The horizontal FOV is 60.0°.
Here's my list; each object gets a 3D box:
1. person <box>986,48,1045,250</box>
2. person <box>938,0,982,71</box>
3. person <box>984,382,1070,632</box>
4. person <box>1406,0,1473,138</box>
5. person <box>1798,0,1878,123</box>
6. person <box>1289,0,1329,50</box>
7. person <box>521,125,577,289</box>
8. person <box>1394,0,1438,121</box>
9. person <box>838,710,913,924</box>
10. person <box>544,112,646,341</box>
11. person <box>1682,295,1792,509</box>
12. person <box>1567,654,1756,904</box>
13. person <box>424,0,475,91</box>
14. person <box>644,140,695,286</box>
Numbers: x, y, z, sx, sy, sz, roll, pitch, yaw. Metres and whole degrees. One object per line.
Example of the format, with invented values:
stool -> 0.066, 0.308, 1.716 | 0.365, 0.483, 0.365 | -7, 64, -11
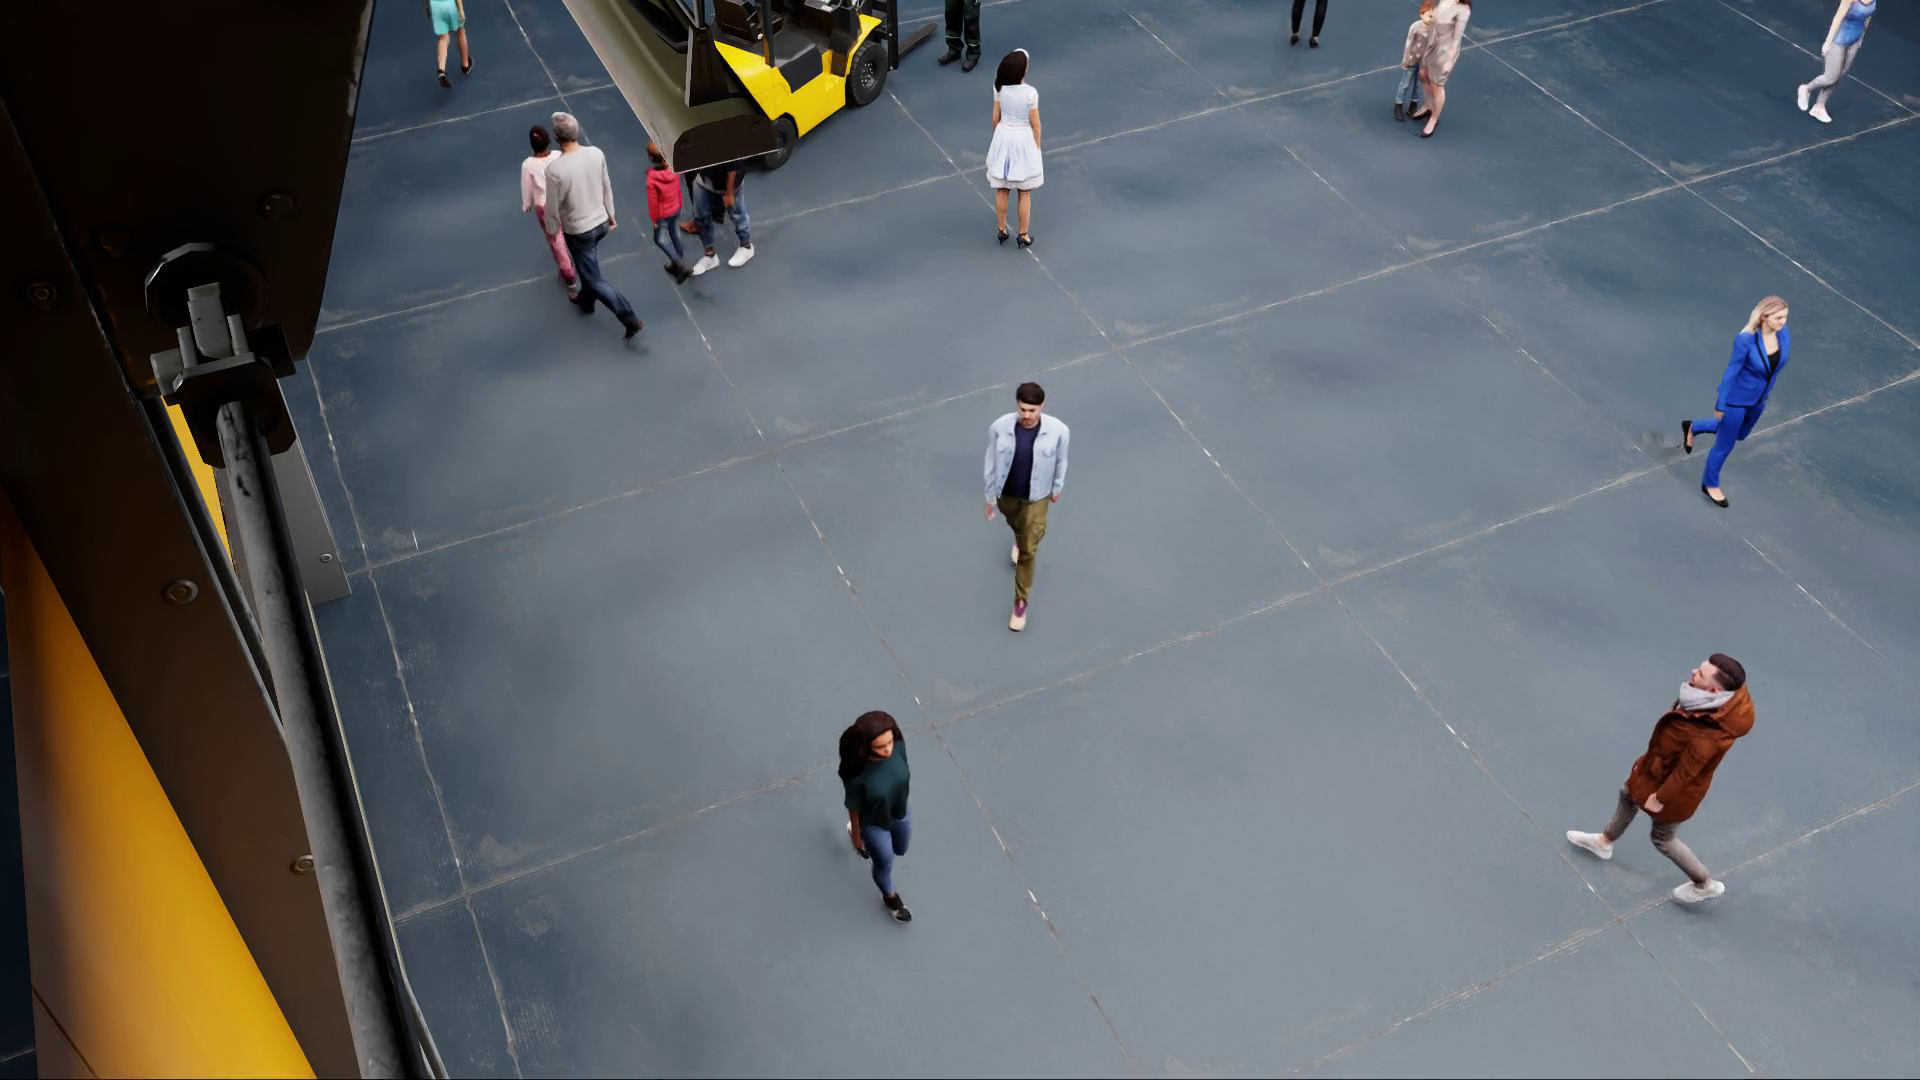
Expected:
person -> 0.469, -3.293, 14.060 | 0.855, 1.816, 0.920 | 17, 46, 17
person -> 0.031, -5.559, 16.422 | 0.737, 1.839, 0.844 | 23, 48, 22
person -> 0.419, -0.366, 11.024 | 1.161, 1.766, 1.299 | 8, 44, 9
person -> 4.480, -4.530, 15.430 | 0.824, 1.718, 0.552 | 0, 44, 0
person -> 8.311, -4.740, 15.735 | 0.583, 1.600, 0.650 | -16, 46, -16
person -> 3.583, -5.762, 16.767 | 0.673, 1.657, 0.736 | 16, 46, 16
person -> -3.360, -2.750, 13.780 | 0.657, 1.417, 0.967 | -27, 50, -25
person -> 4.371, -4.594, 15.878 | 0.524, 1.192, 0.525 | -5, 44, -5
person -> -0.484, 1.478, 9.207 | 0.714, 1.602, 0.910 | -29, 51, -27
person -> -2.898, -2.417, 13.106 | 1.341, 1.863, 1.112 | 26, 49, 25
person -> 5.474, -1.049, 11.801 | 0.627, 1.684, 0.891 | -17, 46, -17
person -> 4.032, 1.356, 9.185 | 1.225, 1.809, 1.131 | 17, 46, 17
person -> -5.052, -5.161, 16.224 | 0.837, 1.537, 1.059 | 1, 44, 1
person -> -2.383, -2.704, 13.809 | 0.774, 1.309, 0.666 | 30, 51, 28
